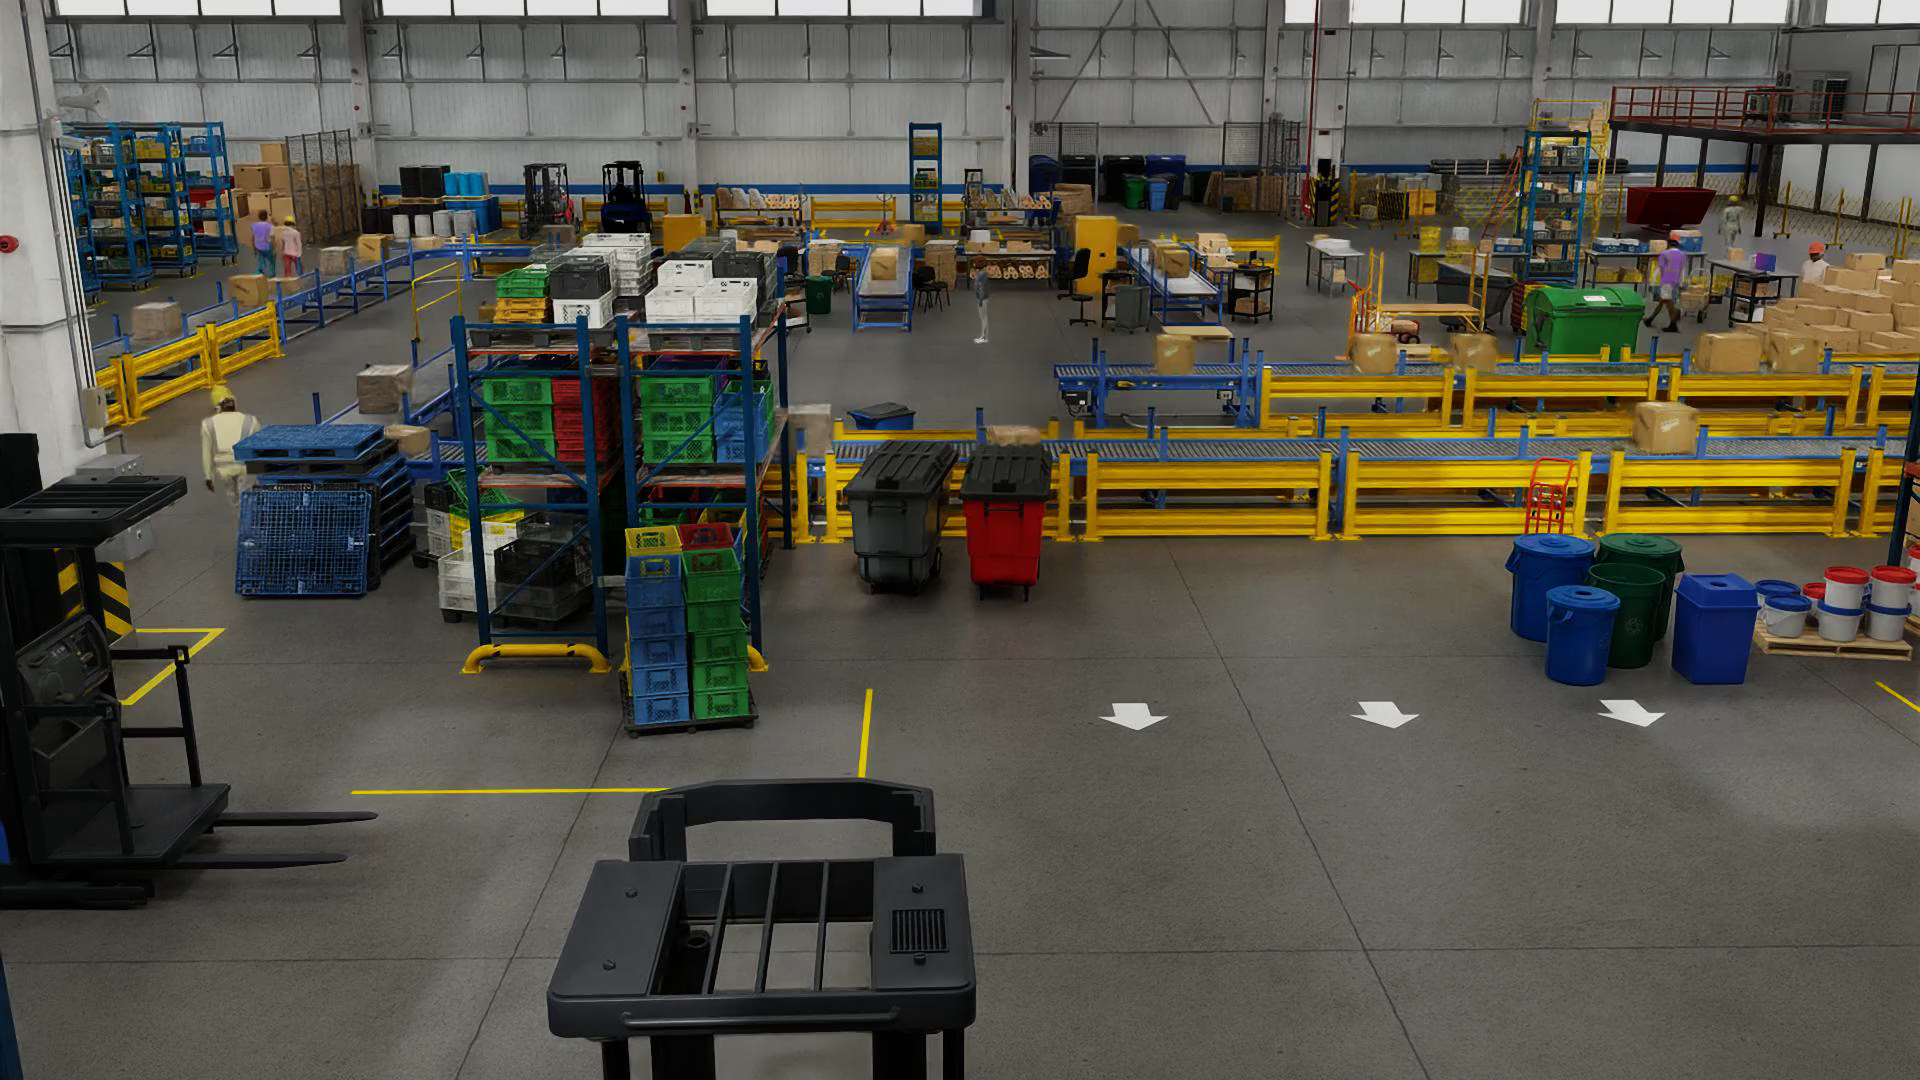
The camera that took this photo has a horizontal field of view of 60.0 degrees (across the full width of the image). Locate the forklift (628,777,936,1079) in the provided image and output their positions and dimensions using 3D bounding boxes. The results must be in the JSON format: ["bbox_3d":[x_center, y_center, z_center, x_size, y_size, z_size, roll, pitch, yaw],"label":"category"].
[{"bbox_3d":[-0.542,2.165,5.552,1.129,2.768,1.873,-1,16,-2],"label":"forklift"}]

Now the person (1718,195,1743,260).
[{"bbox_3d":[20.026,-8.109,43.332,0.515,1.702,0.837,0,16,-1],"label":"person"}]

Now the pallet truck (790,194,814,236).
[{"bbox_3d":[-4.814,-9.883,50.259,0.704,1.261,1.522,-1,16,-3],"label":"pallet truck"}]

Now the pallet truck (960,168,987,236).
[{"bbox_3d":[0.383,-10.230,50.206,0.823,1.965,1.885,-1,16,-3],"label":"pallet truck"}]

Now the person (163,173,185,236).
[{"bbox_3d":[-22.803,-9.686,48.322,0.613,1.994,0.382,1,16,5],"label":"person"}]

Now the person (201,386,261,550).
[{"bbox_3d":[-7.686,-0.764,17.726,0.615,1.762,0.967,-3,16,-11],"label":"person"}]

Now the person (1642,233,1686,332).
[{"bbox_3d":[13.694,-4.991,32.248,0.638,1.854,1.015,-6,17,-20],"label":"person"}]

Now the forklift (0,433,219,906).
[{"bbox_3d":[-5.952,0.780,10.366,1.873,2.768,1.129,0,16,-1],"label":"forklift"}]

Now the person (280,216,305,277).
[{"bbox_3d":[-15.001,-6.424,37.464,0.541,1.707,0.942,2,16,6],"label":"person"}]

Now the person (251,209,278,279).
[{"bbox_3d":[-15.897,-6.617,37.949,0.571,1.831,0.653,3,16,11],"label":"person"}]

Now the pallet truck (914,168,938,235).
[{"bbox_3d":[-0.989,-10.316,50.507,0.823,1.965,1.885,1,16,3],"label":"pallet truck"}]

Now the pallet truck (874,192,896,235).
[{"bbox_3d":[-2.277,-9.986,50.594,0.653,1.274,1.630,0,16,-1],"label":"pallet truck"}]

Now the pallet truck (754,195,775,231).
[{"bbox_3d":[-6.051,-9.967,50.660,0.680,1.201,1.601,0,16,-1],"label":"pallet truck"}]

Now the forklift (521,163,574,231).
[{"bbox_3d":[-12.233,-10.122,49.298,1.157,1.987,2.680,0,16,-1],"label":"forklift"}]

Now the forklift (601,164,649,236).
[{"bbox_3d":[-9.948,-10.127,49.296,1.157,1.987,2.680,-1,16,-3],"label":"forklift"}]

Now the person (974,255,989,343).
[{"bbox_3d":[0.394,-4.464,30.832,0.283,1.624,0.494,-1,16,-5],"label":"person"}]

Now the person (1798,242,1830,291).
[{"bbox_3d":[15.250,-4.340,29.782,0.428,1.982,0.630,-4,17,-14],"label":"person"}]

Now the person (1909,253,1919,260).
[{"bbox_3d":[18.557,-4.886,31.996,0.628,1.785,0.915,-5,17,-18],"label":"person"}]
